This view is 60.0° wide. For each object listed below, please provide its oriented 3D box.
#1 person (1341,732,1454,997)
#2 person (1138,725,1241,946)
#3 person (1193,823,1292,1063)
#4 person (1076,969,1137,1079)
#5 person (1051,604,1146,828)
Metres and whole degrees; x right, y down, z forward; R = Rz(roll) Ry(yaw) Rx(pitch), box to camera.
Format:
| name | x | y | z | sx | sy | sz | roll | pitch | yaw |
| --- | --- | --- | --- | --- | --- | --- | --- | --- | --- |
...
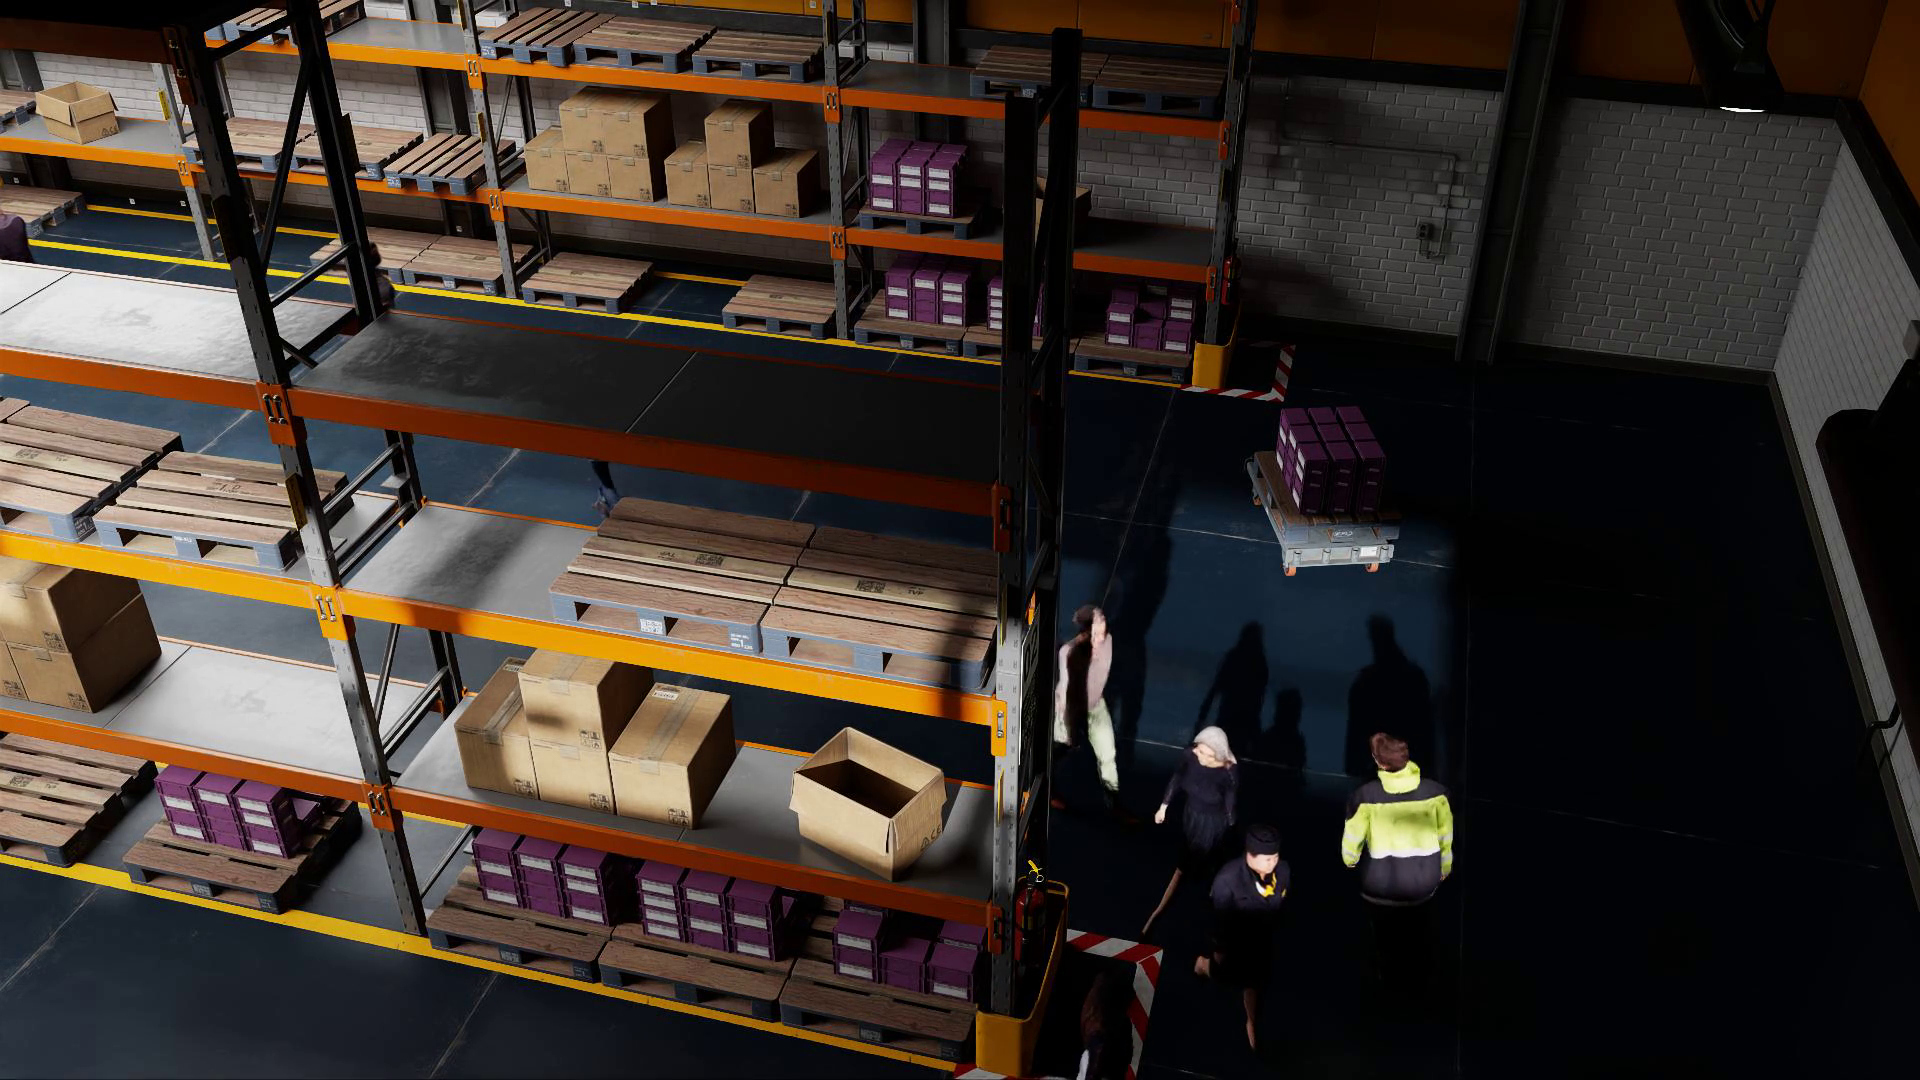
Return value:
| name | x | y | z | sx | sy | sz | roll | pitch | yaw |
| --- | --- | --- | --- | --- | --- | --- | --- | --- | --- |
| person | 2.703 | 2.011 | 10.155 | 0.767 | 1.927 | 0.988 | 6 | 34 | 9 |
| person | 1.615 | 1.810 | 10.659 | 1.082 | 1.703 | 1.119 | -26 | 41 | -33 |
| person | 1.659 | 2.324 | 9.933 | 1.074 | 1.652 | 1.067 | -11 | 35 | -17 |
| person | 0.727 | 2.929 | 9.104 | 1.128 | 1.560 | 0.762 | 1 | 34 | 2 |
| person | 0.759 | 1.141 | 11.546 | 1.089 | 1.836 | 1.229 | -27 | 42 | -34 |
